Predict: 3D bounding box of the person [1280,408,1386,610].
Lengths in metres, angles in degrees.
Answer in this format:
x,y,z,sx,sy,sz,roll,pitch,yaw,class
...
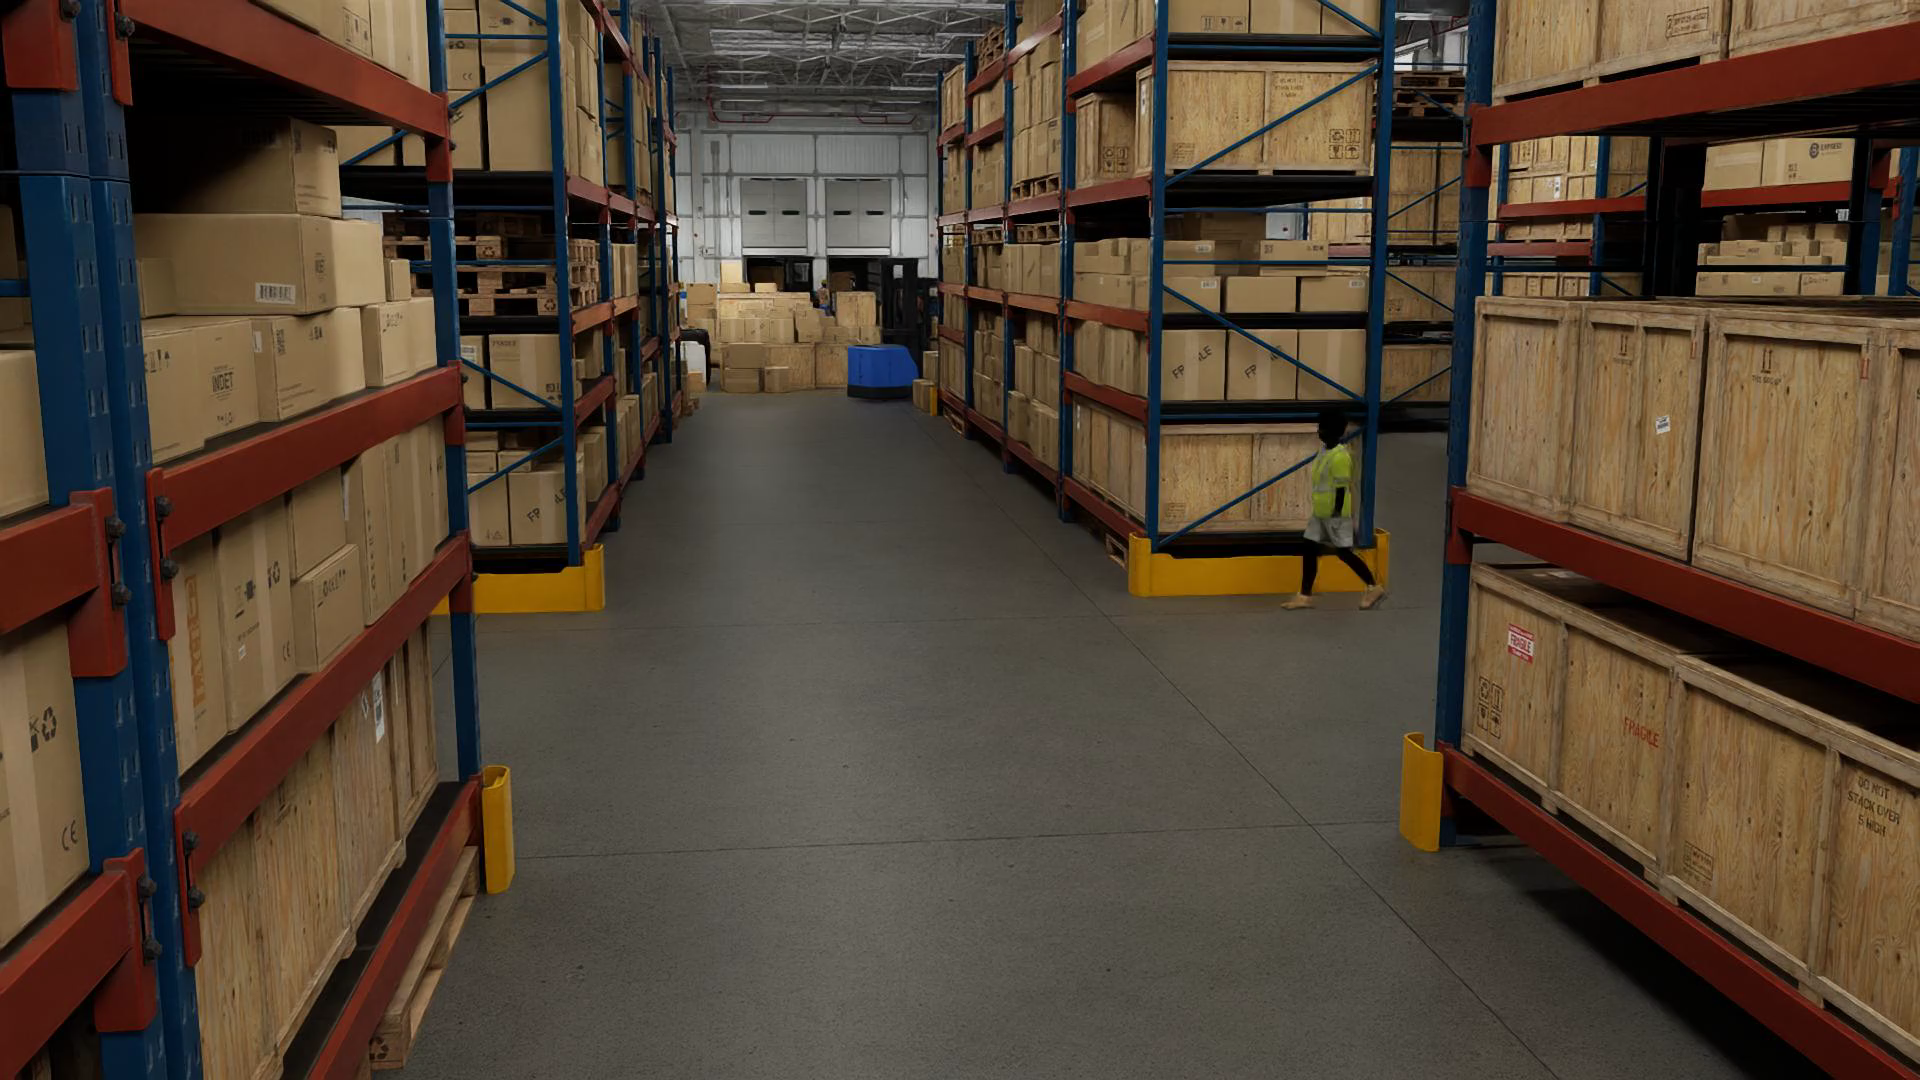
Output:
x,y,z,sx,sy,sz,roll,pitch,yaw,class
3.070,-0.237,13.484,0.817,1.668,0.537,-1,10,-8,person

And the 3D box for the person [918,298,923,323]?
x,y,z,sx,sy,sz,roll,pitch,yaw,class
-0.873,-3.992,34.382,0.395,1.993,0.614,-5,11,-26,person

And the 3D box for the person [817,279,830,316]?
x,y,z,sx,sy,sz,roll,pitch,yaw,class
-5.331,-9.228,65.056,0.589,1.928,0.386,7,12,34,person

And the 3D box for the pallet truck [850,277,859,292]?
x,y,z,sx,sy,sz,roll,pitch,yaw,class
-3.782,-9.391,65.808,1.885,1.965,0.823,2,10,10,pallet truck

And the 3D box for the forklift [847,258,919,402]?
x,y,z,sx,sy,sz,roll,pitch,yaw,class
-1.228,-4.208,33.066,1.873,2.768,1.129,-7,12,-36,forklift

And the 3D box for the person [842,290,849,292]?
x,y,z,sx,sy,sz,roll,pitch,yaw,class
-3.066,-6.034,46.479,0.622,1.923,0.647,-2,10,-12,person

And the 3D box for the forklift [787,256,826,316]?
x,y,z,sx,sy,sz,roll,pitch,yaw,class
-5.659,-8.722,59.345,1.129,2.768,1.873,-6,12,-33,forklift

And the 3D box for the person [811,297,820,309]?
x,y,z,sx,sy,sz,roll,pitch,yaw,class
-3.523,-5.012,40.752,0.429,1.846,0.633,-6,11,-30,person
